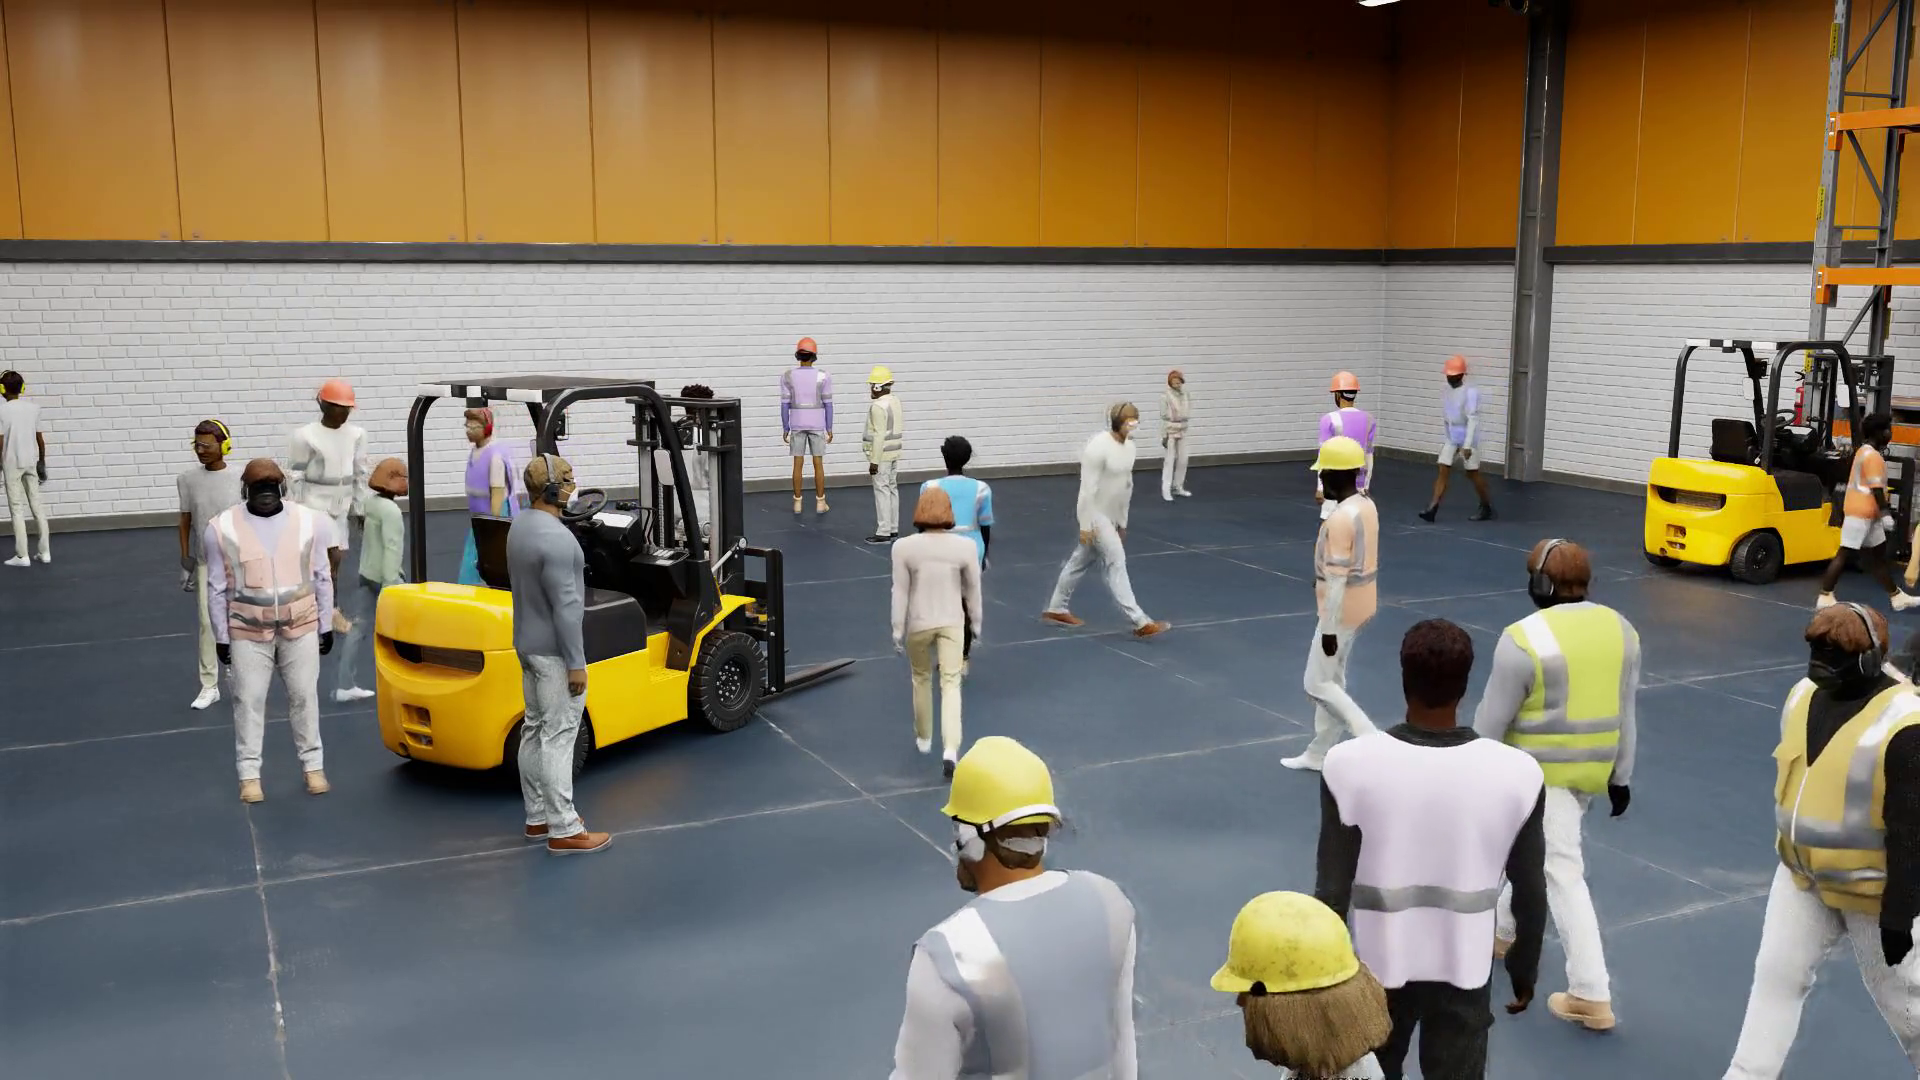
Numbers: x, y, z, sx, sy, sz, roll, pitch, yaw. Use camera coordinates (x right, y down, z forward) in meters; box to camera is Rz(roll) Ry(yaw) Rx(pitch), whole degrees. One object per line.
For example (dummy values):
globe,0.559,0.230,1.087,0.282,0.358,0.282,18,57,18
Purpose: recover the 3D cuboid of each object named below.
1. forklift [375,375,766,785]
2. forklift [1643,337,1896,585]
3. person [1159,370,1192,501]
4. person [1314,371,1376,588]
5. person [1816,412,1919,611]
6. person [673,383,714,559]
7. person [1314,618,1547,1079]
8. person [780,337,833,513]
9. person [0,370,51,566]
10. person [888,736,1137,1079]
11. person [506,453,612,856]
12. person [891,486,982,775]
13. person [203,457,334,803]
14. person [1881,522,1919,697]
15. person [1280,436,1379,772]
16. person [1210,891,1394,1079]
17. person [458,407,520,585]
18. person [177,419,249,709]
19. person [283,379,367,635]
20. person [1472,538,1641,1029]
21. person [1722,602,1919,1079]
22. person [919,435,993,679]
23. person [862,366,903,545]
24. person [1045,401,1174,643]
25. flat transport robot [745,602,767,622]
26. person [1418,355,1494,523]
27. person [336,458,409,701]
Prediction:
forklift,-2.268,0.149,9.685,1.214,2.155,2.313,6,11,32
forklift,7.551,-0.789,15.507,2.313,2.155,1.214,-4,10,-25
person,2.613,-1.270,20.284,0.551,1.610,0.405,-7,12,-37
person,3.358,-0.510,14.600,0.540,1.931,0.381,-4,10,-23
person,7.472,-0.204,13.534,0.859,1.658,0.542,4,10,26
person,-1.991,-0.195,12.536,0.603,1.962,0.372,6,11,34
person,1.278,1.132,4.587,0.630,1.864,0.978,1,9,9
person,-1.768,-1.321,19.274,0.607,2.044,0.378,0,9,0
person,-8.966,-0.681,15.845,0.310,1.868,0.533,5,10,28
person,0.057,1.317,3.632,0.630,1.802,0.617,-8,12,-41
person,-1.960,0.545,8.021,0.372,1.940,0.632,-6,11,-35
person,-0.130,0.495,9.379,0.513,1.600,0.818,-1,9,-4
person,-3.640,0.472,8.822,0.623,1.835,0.431,-5,10,-28
person,6.358,0.174,10.718,0.601,1.809,0.420,-5,10,-28
person,2.083,0.381,9.101,0.619,1.914,0.606,5,10,28
person,0.658,1.466,3.004,0.432,1.717,0.492,1,9,5
person,-3.563,-0.127,12.676,0.994,1.801,0.589,-6,11,-35
person,-4.734,0.156,10.672,0.516,1.863,0.325,-2,9,-11
person,-4.988,-0.273,12.969,0.851,1.994,0.614,6,11,31
person,2.254,0.884,6.382,0.638,1.792,0.973,-4,10,-24
person,2.867,1.070,5.290,0.953,1.790,0.640,-2,9,-14
person,-0.040,0.120,11.436,0.551,1.680,0.381,-3,10,-17
person,-0.805,-0.870,17.123,0.404,1.830,0.603,3,10,18
person,1.124,-0.150,12.717,1.186,1.829,0.642,5,11,31
flat transport robot,-2.231,0.516,13.354,1.431,0.197,0.652,6,11,34
person,5.565,-1.117,18.527,1.021,1.874,0.587,-5,10,-28
person,-3.736,0.251,10.938,0.855,1.580,0.504,-8,12,-40
